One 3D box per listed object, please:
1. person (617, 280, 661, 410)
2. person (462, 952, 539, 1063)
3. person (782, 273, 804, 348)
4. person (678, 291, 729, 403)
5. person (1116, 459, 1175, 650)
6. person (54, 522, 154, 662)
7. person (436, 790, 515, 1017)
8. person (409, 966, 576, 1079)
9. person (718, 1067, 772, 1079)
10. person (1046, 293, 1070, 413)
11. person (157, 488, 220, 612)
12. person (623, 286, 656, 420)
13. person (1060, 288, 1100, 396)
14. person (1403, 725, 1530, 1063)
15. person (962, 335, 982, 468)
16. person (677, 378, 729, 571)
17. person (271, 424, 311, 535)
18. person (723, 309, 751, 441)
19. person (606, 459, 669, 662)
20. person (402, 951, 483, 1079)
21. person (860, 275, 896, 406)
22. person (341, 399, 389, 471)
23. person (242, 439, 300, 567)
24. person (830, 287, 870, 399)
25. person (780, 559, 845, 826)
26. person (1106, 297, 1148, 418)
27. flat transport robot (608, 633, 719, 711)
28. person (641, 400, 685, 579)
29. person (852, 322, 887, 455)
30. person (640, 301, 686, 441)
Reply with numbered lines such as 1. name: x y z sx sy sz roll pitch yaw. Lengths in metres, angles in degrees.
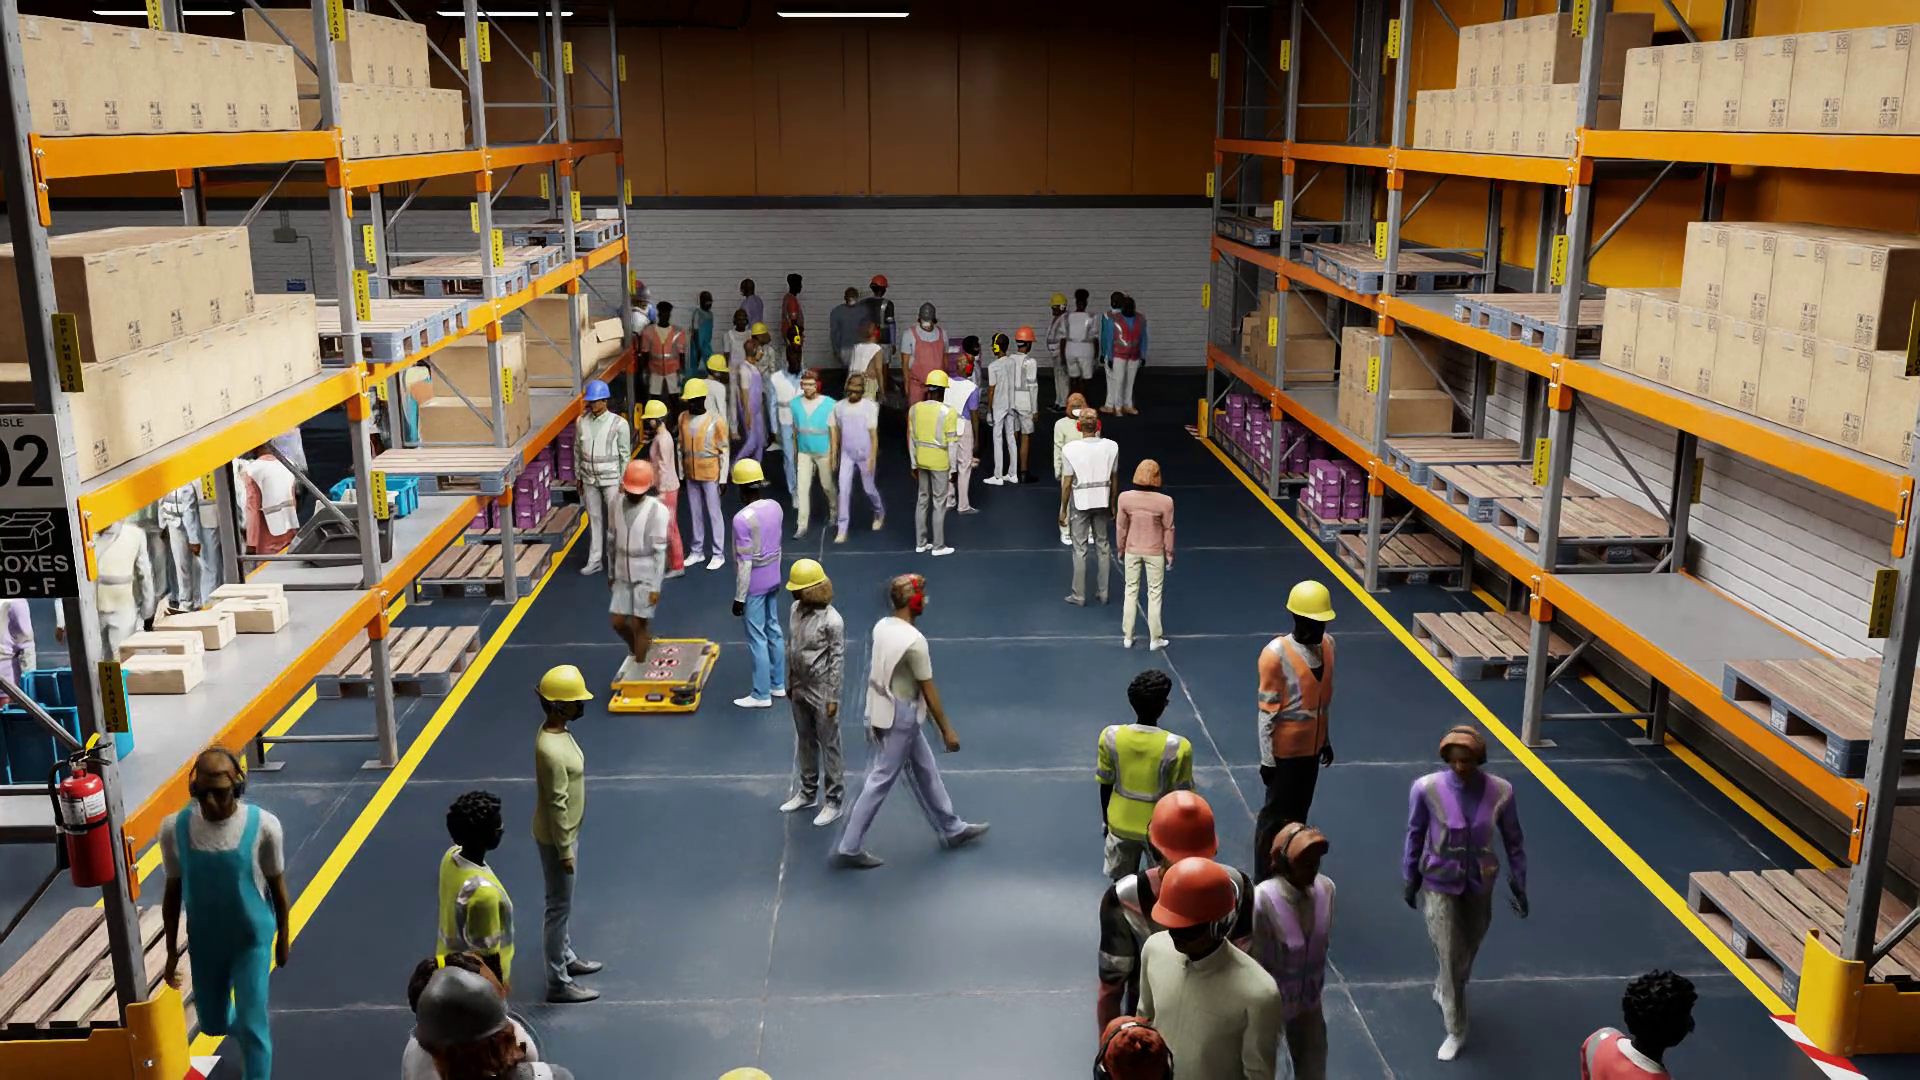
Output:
1. person: -4.896 -2.947 25.417 0.814 1.992 0.588 3 15 12
2. person: -1.662 2.173 6.041 0.510 1.611 0.515 6 15 21
3. person: -2.711 -3.361 27.077 0.368 1.958 0.599 -3 15 -13
4. person: -4.028 -3.001 26.006 0.994 1.786 0.556 8 16 28
5. person: 1.566 0.123 14.048 0.508 1.632 0.270 6 15 22
6. person: -6.104 0.555 11.866 0.608 1.882 0.931 -4 15 -14
7. person: -2.052 1.870 7.092 0.322 1.690 0.530 -9 17 -32
8. person: -1.445 2.218 5.012 0.538 2.000 0.722 10 17 33
9. person: -0.644 2.380 4.996 0.323 1.737 0.490 -2 14 -8
10. person: 1.523 -2.858 25.376 0.403 1.825 0.592 -3 15 -12
11. person: -6.780 -0.148 14.618 0.576 1.882 0.355 1 14 6
12. person: -4.690 -2.778 24.623 0.543 2.000 0.715 -3 15 -10
13. person: 1.757 -2.751 24.689 0.638 1.951 0.616 7 16 25
14. person: 2.427 1.668 8.034 0.568 1.610 0.551 0 14 -2
15. person: 0.122 -1.793 21.444 0.322 1.696 0.536 2 14 8
16. person: -2.569 -0.654 16.511 0.594 1.924 0.384 8 16 28
17. person: -6.907 -0.821 17.183 0.439 1.918 0.573 -11 18 -36
18. person: -3.038 -2.296 23.134 0.502 1.839 0.342 -6 16 -24
19. person: -2.512 0.279 12.929 0.592 1.895 0.477 5 15 18
20. person: -1.612 2.200 5.423 0.328 1.872 0.514 -7 16 -27
21. person: -1.253 -3.106 25.909 0.616 2.040 0.382 8 16 28
22. person: -7.572 -1.839 21.076 0.641 1.977 0.555 1 14 3
23. person: -5.870 -0.062 14.237 0.403 1.908 0.597 3 15 12
24. person: -1.682 -2.943 25.574 0.596 1.875 0.920 1 14 6
25. person: -0.945 0.956 10.579 0.484 1.735 0.311 14 20 43
26. person: 2.511 -2.747 25.015 0.633 1.810 0.629 -4 15 -17
27. flat transport robot: -2.328 1.035 13.185 0.652 0.197 1.431 0 14 -1
28. person: -2.908 -0.499 16.254 0.353 1.756 0.522 -4 15 -14
29. person: -1.256 -1.947 21.863 0.678 1.804 0.584 -9 17 -31
30. person: -4.140 -2.352 23.127 0.669 1.954 0.405 -2 14 -10
